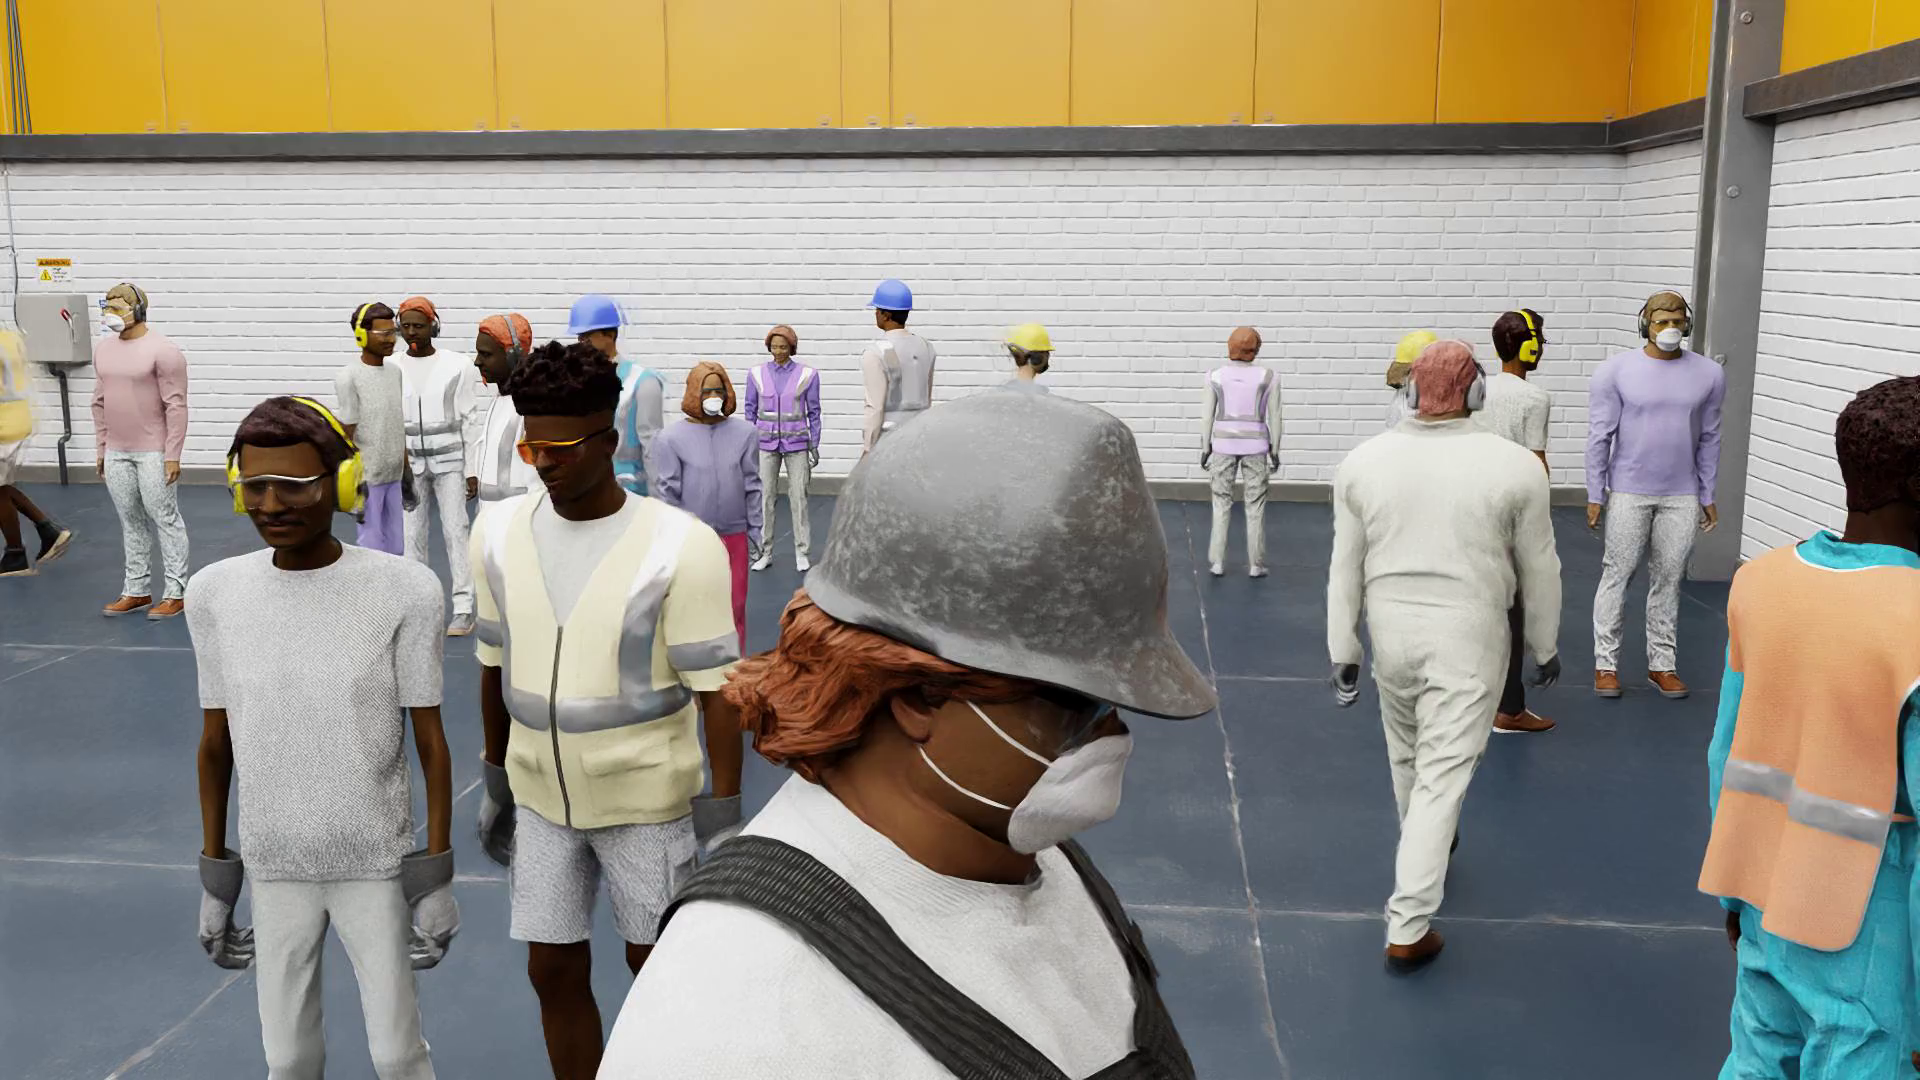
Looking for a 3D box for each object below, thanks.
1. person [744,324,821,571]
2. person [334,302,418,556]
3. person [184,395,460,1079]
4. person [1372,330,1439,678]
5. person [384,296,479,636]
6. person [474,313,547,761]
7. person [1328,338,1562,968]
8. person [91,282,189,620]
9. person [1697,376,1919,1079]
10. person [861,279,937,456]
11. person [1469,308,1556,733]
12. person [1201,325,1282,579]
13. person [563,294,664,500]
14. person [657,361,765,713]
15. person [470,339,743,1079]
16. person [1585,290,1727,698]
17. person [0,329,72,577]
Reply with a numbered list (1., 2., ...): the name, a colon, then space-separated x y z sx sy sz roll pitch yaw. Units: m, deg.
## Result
1. person: -1.174 -0.606 11.031 0.513 1.640 0.309 1 10 3
2. person: -3.007 -0.297 8.638 0.325 1.862 0.511 3 10 15
3. person: -1.223 0.646 3.223 0.506 1.864 0.331 0 10 -2
4. person: 2.187 -0.138 8.053 0.294 1.744 0.484 1 10 6
5. person: -2.925 -0.394 9.156 0.568 1.879 0.349 -1 10 -5
6. person: -1.779 0.028 6.737 0.352 1.878 0.578 -6 11 -29
7. person: 1.514 0.312 5.166 0.646 1.854 1.003 7 12 36
8. person: -4.730 -0.505 9.598 0.632 1.940 0.372 3 10 18
9. person: 1.523 0.673 2.908 0.386 1.918 0.590 -2 10 -10
10. person: -0.385 -0.589 10.043 0.380 1.951 0.605 7 12 35
11. person: 2.424 -0.086 7.388 0.334 1.873 0.521 -5 11 -26
12. person: 1.818 -0.561 10.775 0.521 1.639 0.314 3 10 17
13. person: -1.640 -0.238 8.114 0.613 1.919 0.728 5 11 28
14. person: -1.143 -0.011 7.669 0.493 1.624 0.280 -5 11 -28
15. person: -0.779 0.549 3.537 0.664 1.947 0.473 3 10 16
16. person: 3.287 -0.210 7.902 0.635 1.939 0.362 0 10 2
17. person: -6.178 -0.705 10.724 0.484 1.941 0.645 -3 10 -16
